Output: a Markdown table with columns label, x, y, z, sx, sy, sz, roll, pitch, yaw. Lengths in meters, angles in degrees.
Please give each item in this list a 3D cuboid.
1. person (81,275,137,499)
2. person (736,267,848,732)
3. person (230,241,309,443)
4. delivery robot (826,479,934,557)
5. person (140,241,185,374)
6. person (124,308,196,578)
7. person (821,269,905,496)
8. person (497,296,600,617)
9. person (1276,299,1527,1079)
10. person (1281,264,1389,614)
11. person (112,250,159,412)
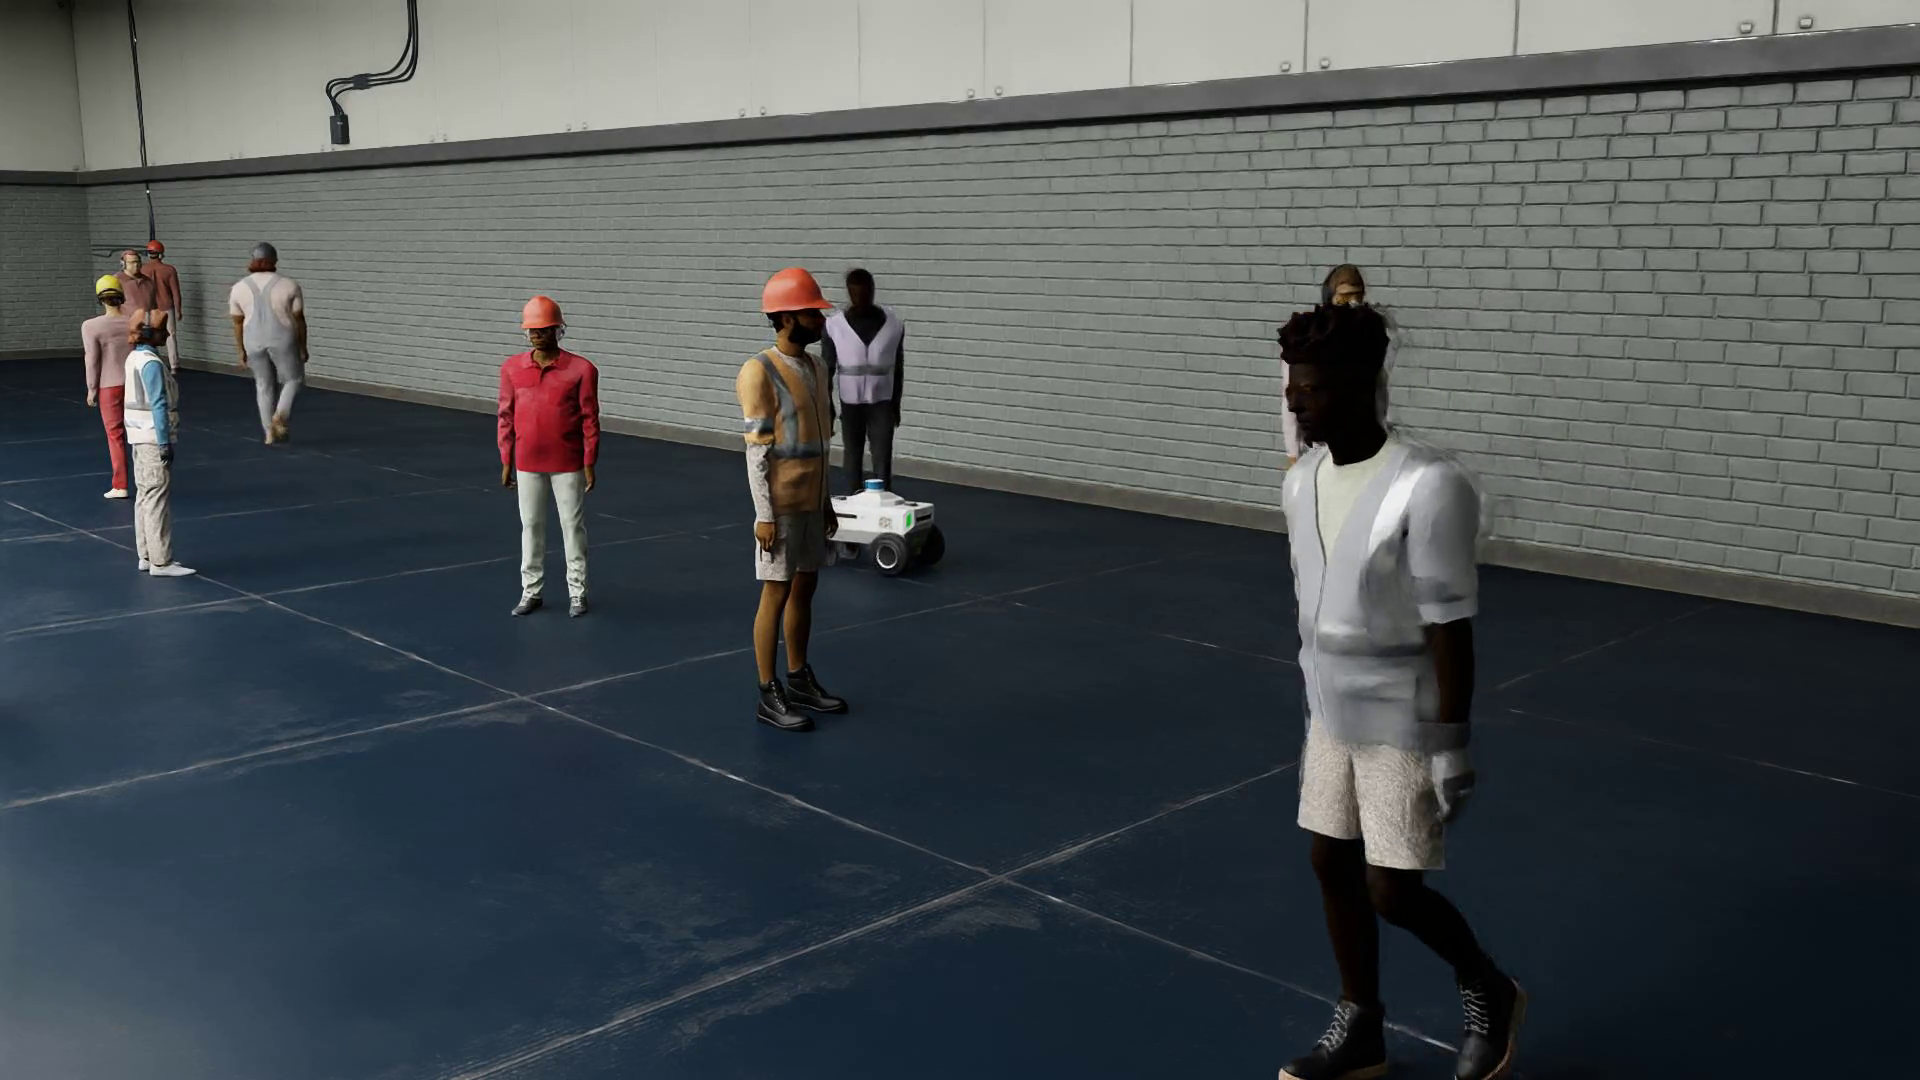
| label | x | y | z | sx | sy | sz | roll | pitch | yaw |
| --- | --- | --- | --- | --- | --- | --- | --- | --- | --- |
| person | -6.646 | -1.203 | 13.160 | 0.329 | 1.765 | 0.526 | 9 | 14 | 40 |
| person | -0.698 | -0.173 | 7.057 | 0.346 | 1.942 | 0.546 | 5 | 12 | 27 |
| person | -6.845 | -1.960 | 16.531 | 0.694 | 2.000 | 0.624 | -1 | 10 | -5 |
| delivery robot | -0.527 | -0.136 | 10.387 | 0.707 | 0.478 | 0.477 | 6 | 12 | 29 |
| person | -11.987 | -3.477 | 24.927 | 0.622 | 1.994 | 0.381 | -2 | 11 | -11 |
| person | -4.923 | -0.590 | 10.165 | 0.312 | 1.636 | 0.520 | -8 | 13 | -37 |
| person | -0.662 | -0.923 | 11.413 | 0.595 | 1.846 | 1.068 | -2 | 11 | -10 |
| person | -2.246 | -0.449 | 9.077 | 0.563 | 1.752 | 0.324 | 0 | 10 | 2 |
| person | 1.031 | 0.401 | 3.956 | 0.628 | 1.934 | 0.640 | -5 | 11 | -25 |
| person | 2.012 | -0.508 | 8.937 | 0.637 | 1.928 | 0.384 | -4 | 11 | -20 |
| person | -9.664 | -2.444 | 19.540 | 0.401 | 1.907 | 0.646 | 6 | 12 | 31 |
